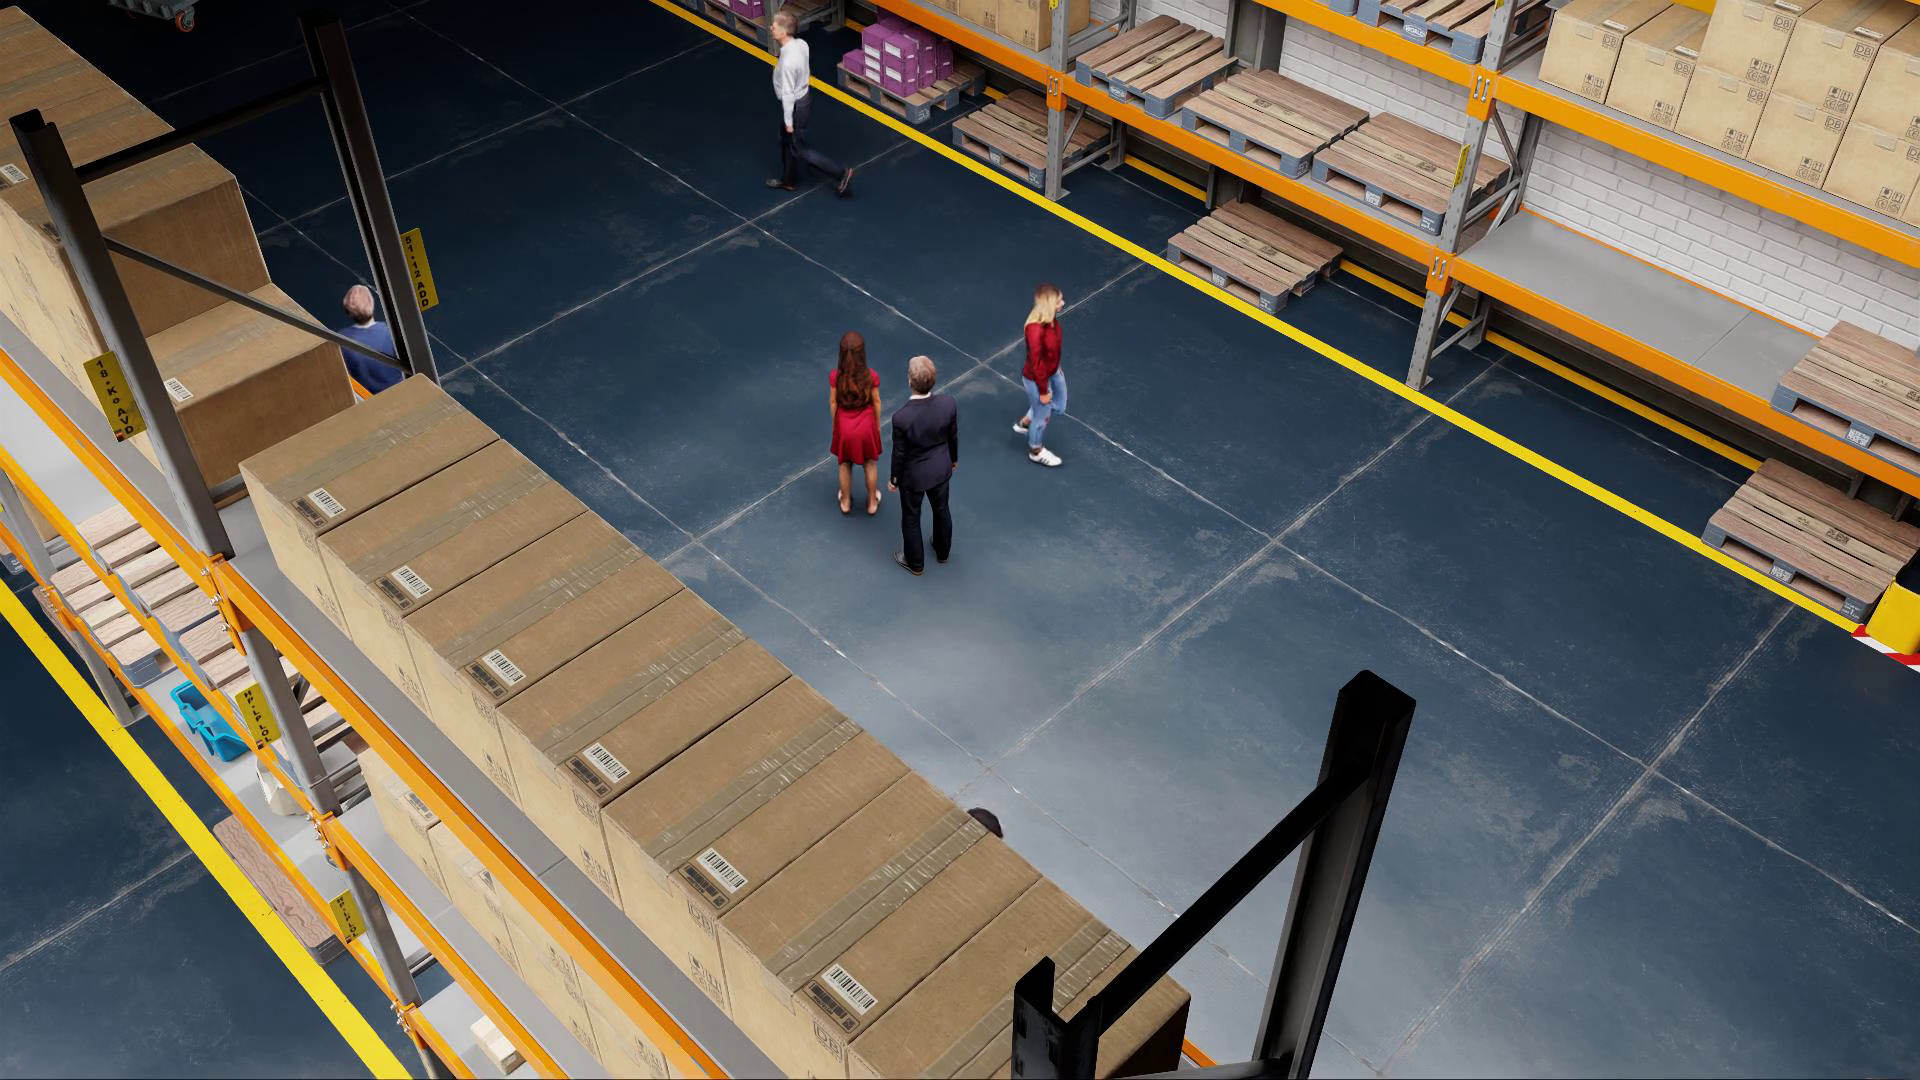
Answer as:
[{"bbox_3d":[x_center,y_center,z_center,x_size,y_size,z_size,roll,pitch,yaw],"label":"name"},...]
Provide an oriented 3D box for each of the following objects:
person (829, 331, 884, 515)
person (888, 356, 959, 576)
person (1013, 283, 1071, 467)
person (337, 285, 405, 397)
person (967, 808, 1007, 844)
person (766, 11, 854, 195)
[{"bbox_3d":[-0.754,-0.828,11.949,0.683,1.550,0.742,-3,44,-4],"label":"person"},{"bbox_3d":[-0.253,-0.512,11.425,0.739,1.815,0.687,-21,48,-21],"label":"person"},{"bbox_3d":[0.541,-1.232,12.320,0.785,1.622,0.732,11,45,11],"label":"person"},{"bbox_3d":[-4.094,-0.903,11.834,1.004,1.817,1.190,-11,45,-11],"label":"person"},{"bbox_3d":[0.009,1.889,9.071,0.635,1.587,0.700,-34,53,-30],"label":"person"},{"bbox_3d":[-1.401,-3.885,14.980,1.191,1.795,1.055,6,44,6],"label":"person"}]
